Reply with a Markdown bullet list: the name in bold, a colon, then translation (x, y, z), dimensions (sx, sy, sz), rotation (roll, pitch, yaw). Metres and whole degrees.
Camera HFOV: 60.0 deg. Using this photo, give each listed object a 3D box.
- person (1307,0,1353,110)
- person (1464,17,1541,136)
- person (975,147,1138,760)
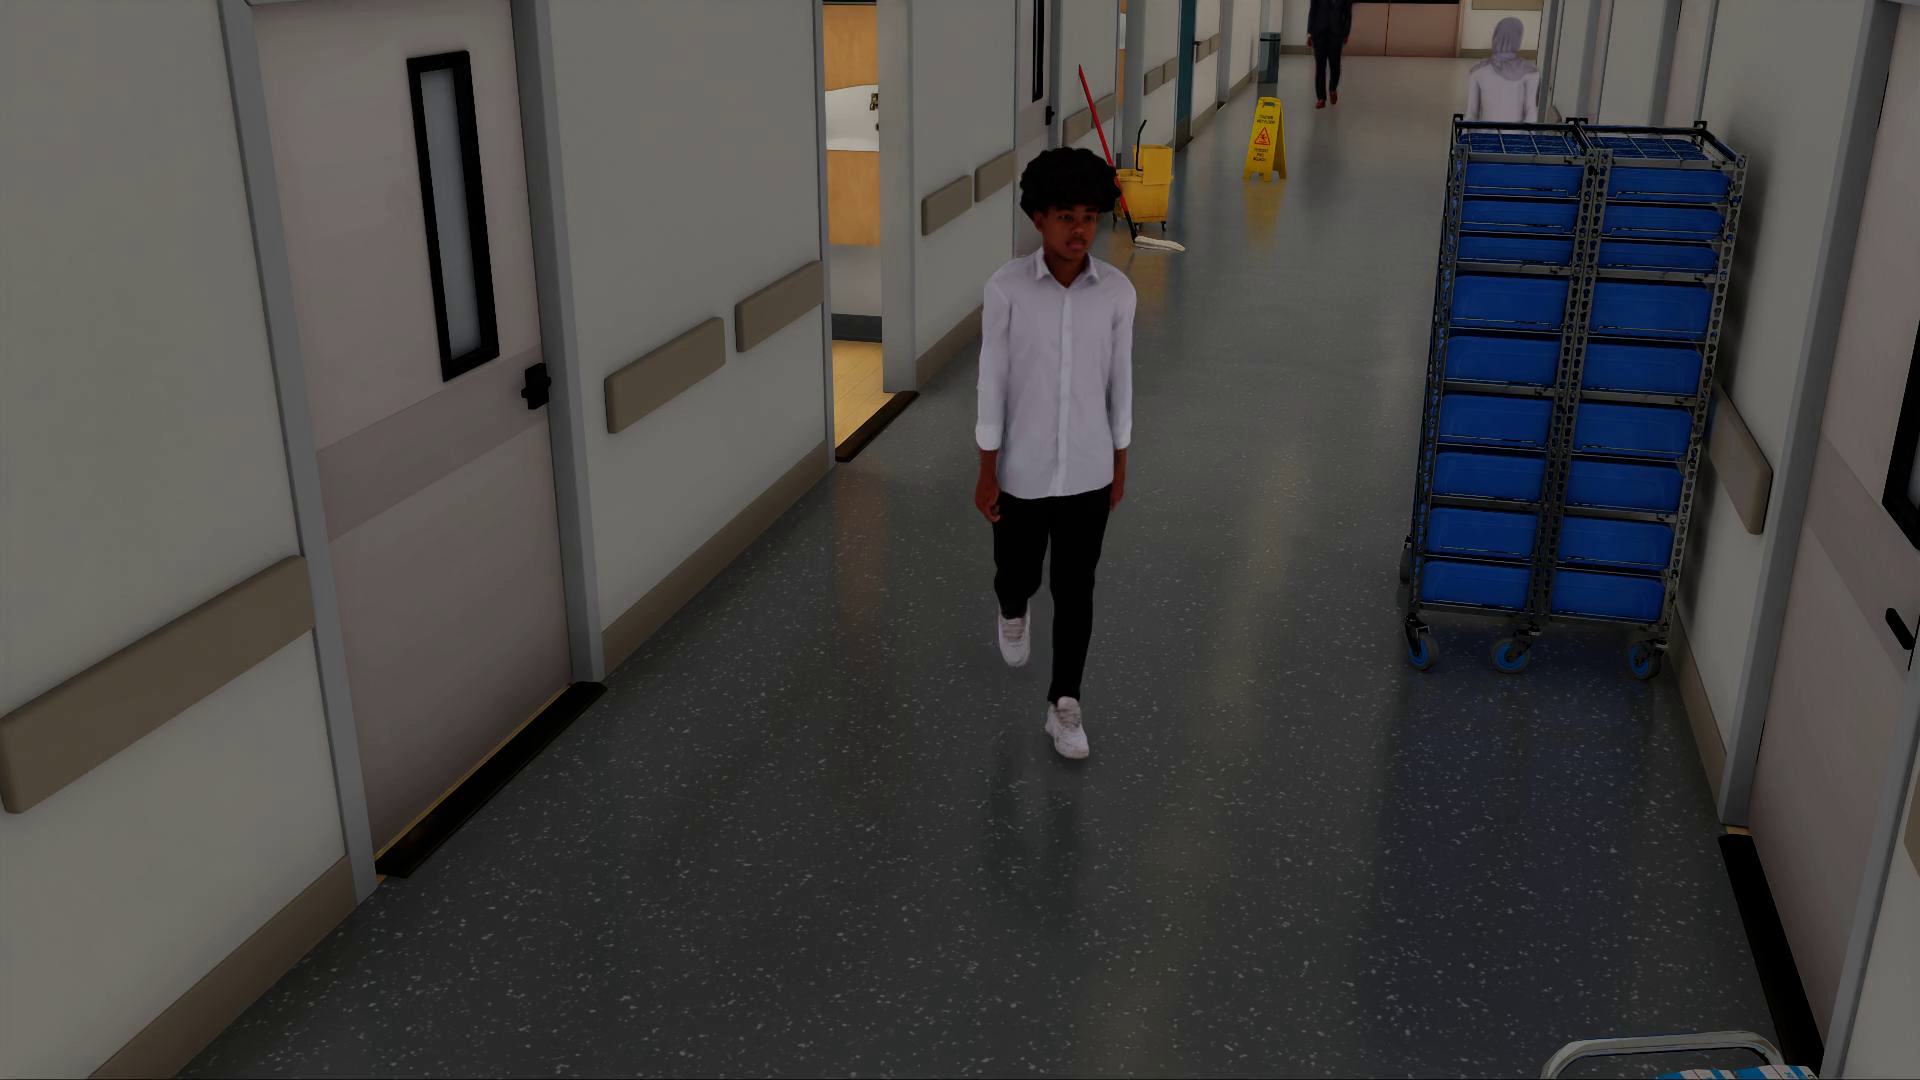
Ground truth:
- **person**: translation (4.747, -6.505, 21.436), dimensions (0.708, 1.809, 0.732), rotation (6, 22, 16)
- **person**: translation (3.551, -2.538, 11.011), dimensions (0.665, 1.774, 0.622), rotation (11, 23, 27)
- **person**: translation (0.255, -0.271, 5.005), dimensions (0.844, 1.788, 1.069), rotation (-2, 21, -5)
